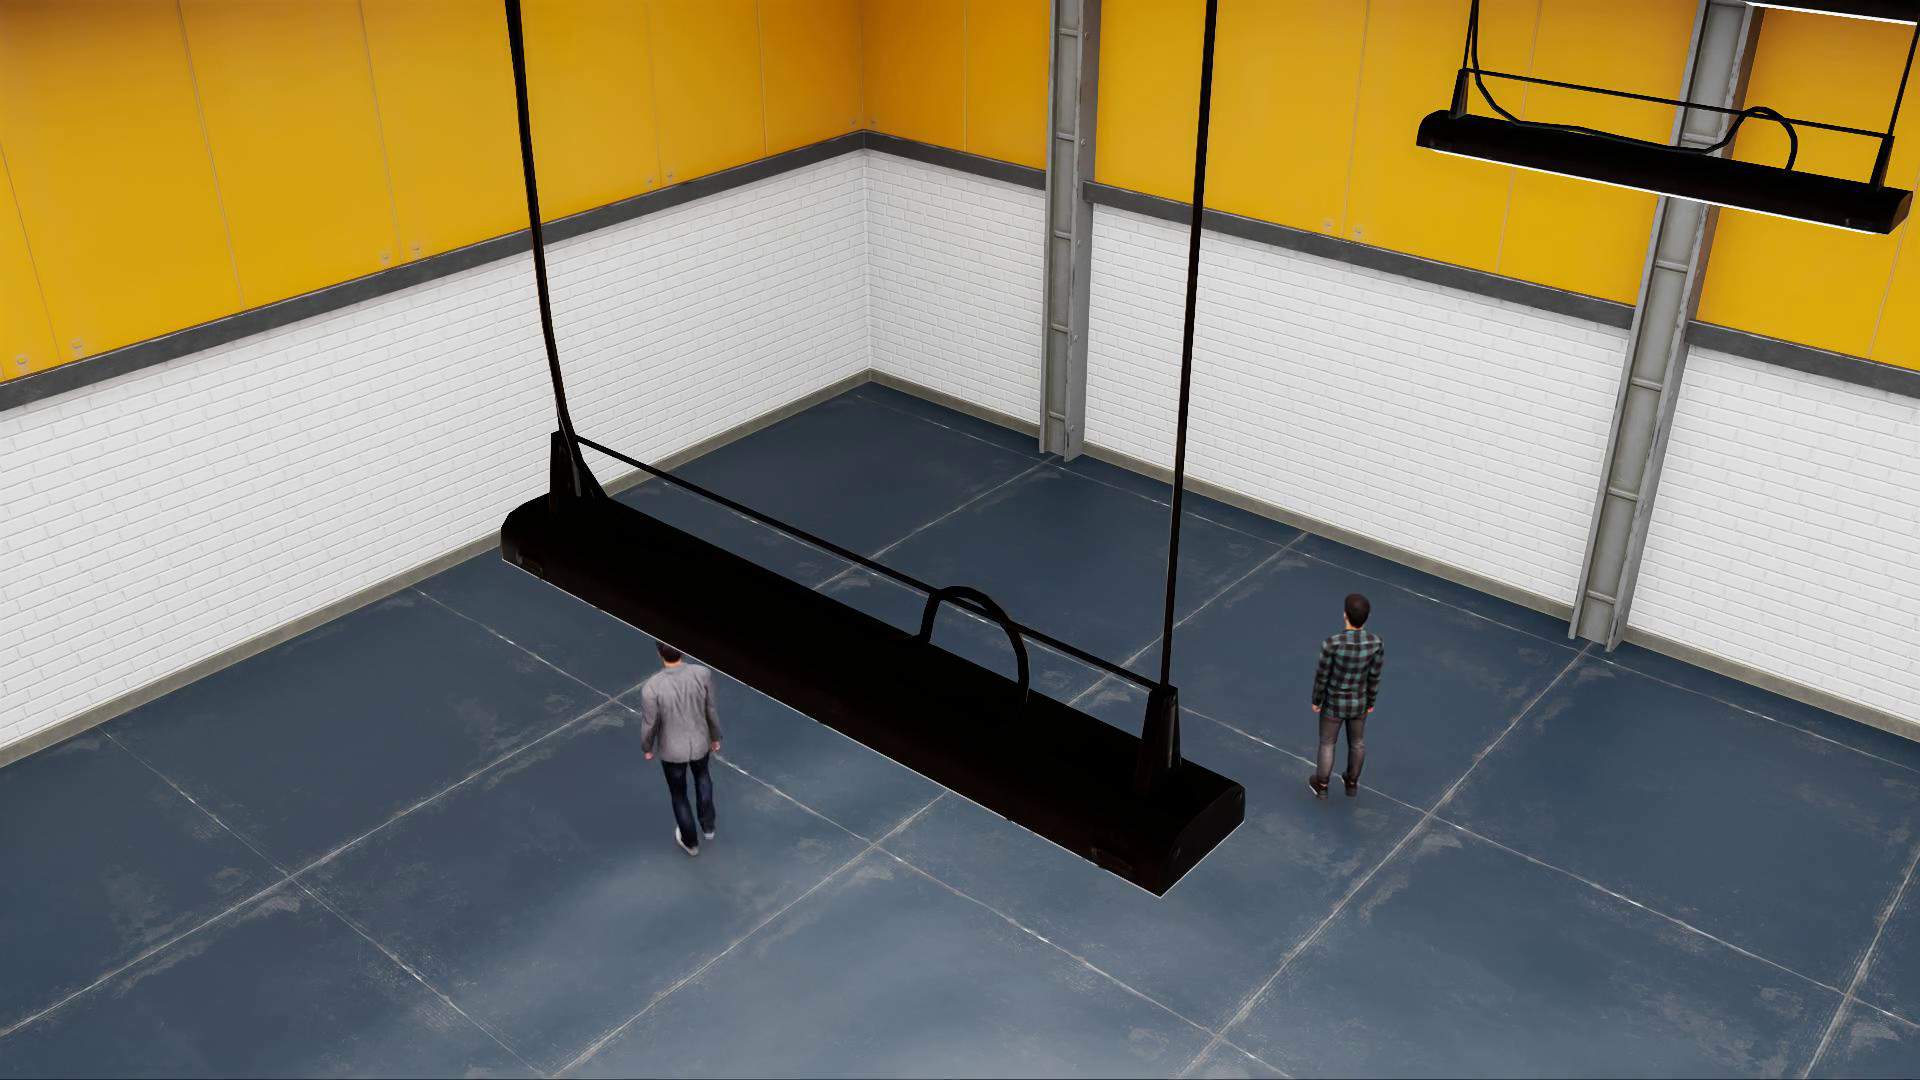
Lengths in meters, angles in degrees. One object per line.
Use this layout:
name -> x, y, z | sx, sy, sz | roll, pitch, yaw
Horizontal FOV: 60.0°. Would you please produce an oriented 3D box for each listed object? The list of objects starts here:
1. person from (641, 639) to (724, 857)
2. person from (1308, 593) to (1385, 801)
person -> -1.943, 1.494, 11.866 | 0.824, 1.861, 0.806 | -14, 32, -24
person -> 2.866, 1.161, 12.331 | 0.717, 1.710, 0.761 | -2, 29, -3
